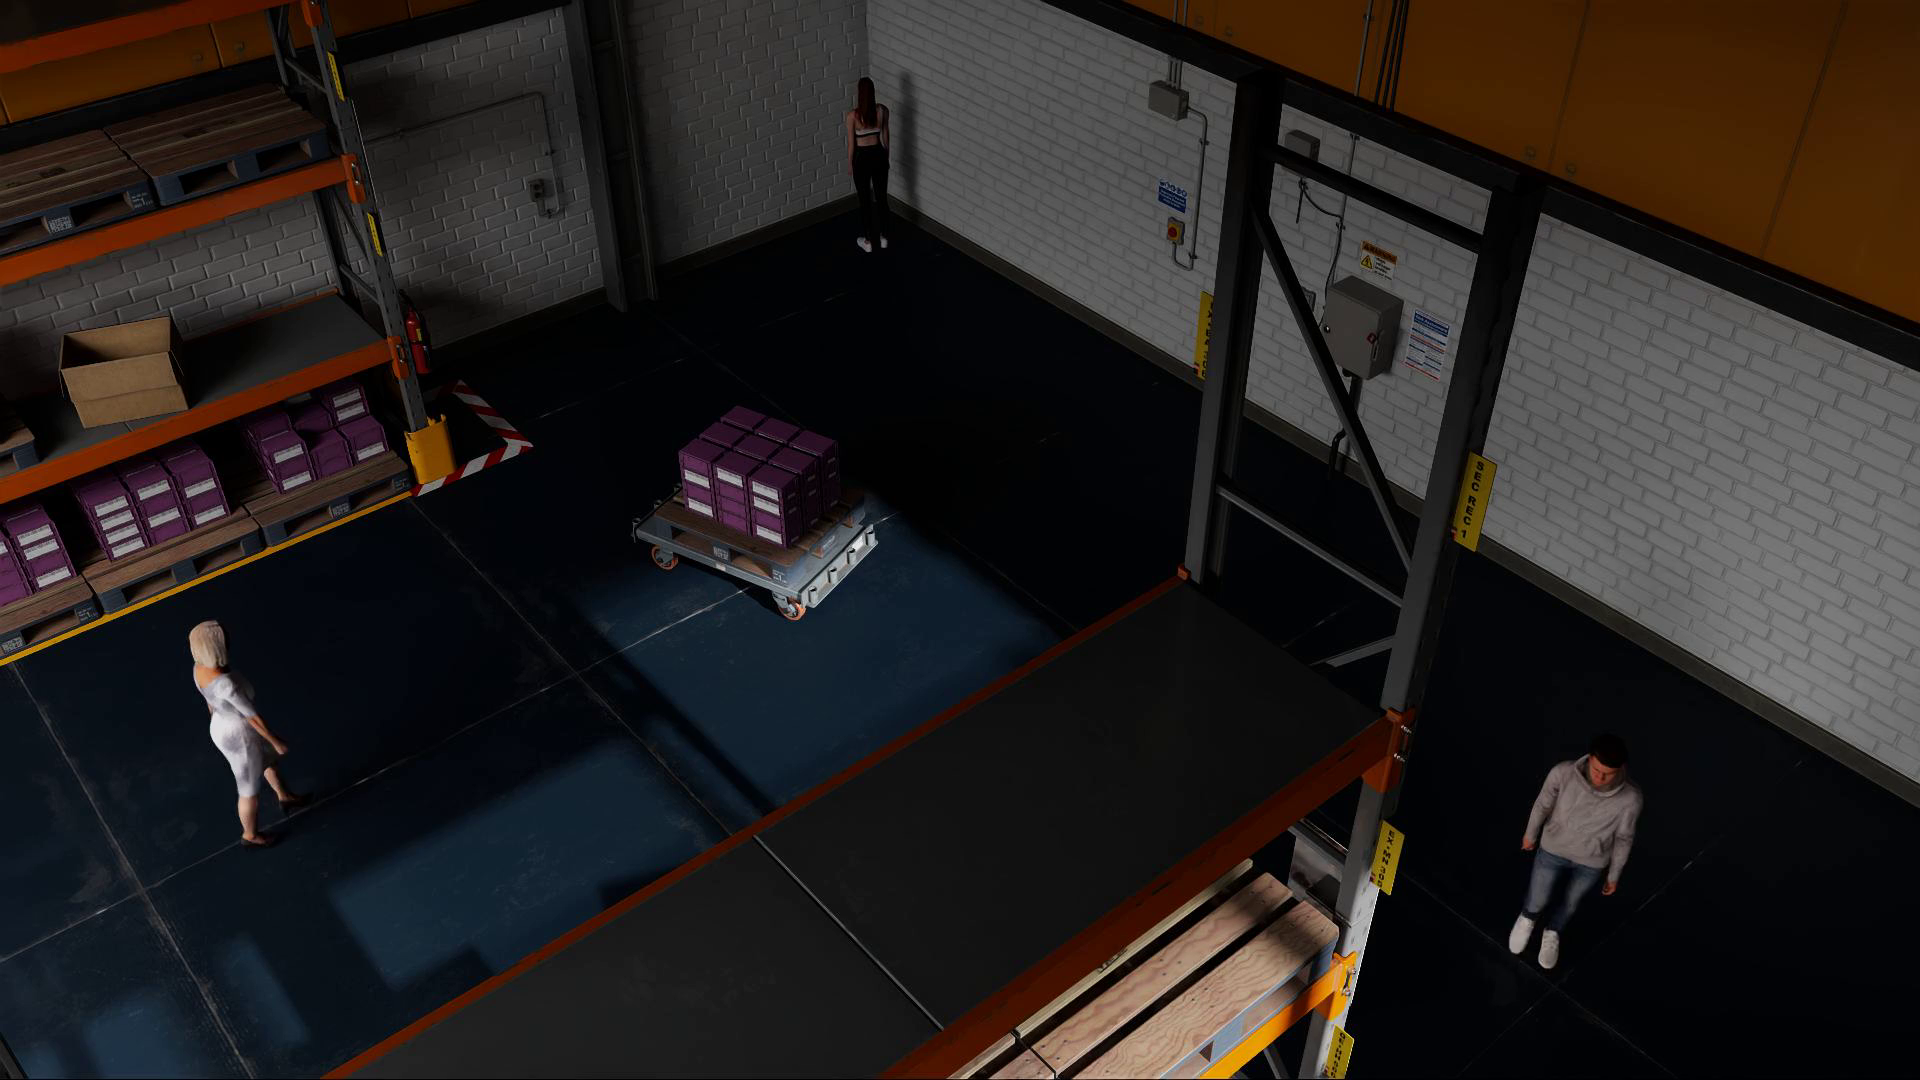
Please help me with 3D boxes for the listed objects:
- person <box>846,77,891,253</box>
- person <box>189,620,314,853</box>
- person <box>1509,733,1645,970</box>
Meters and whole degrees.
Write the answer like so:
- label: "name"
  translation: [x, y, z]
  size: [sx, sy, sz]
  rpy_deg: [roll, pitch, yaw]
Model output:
- label: "person"
  translation: [-0.860, -3.595, 15.934]
  size: [0.580, 1.740, 0.714]
  rpy_deg: [-12, 40, -14]
- label: "person"
  translation: [-4.357, 1.233, 9.898]
  size: [0.786, 1.729, 0.623]
  rpy_deg: [-31, 48, -33]
- label: "person"
  translation: [3.450, 1.654, 9.286]
  size: [0.807, 1.835, 0.824]
  rpy_deg: [12, 40, 14]
